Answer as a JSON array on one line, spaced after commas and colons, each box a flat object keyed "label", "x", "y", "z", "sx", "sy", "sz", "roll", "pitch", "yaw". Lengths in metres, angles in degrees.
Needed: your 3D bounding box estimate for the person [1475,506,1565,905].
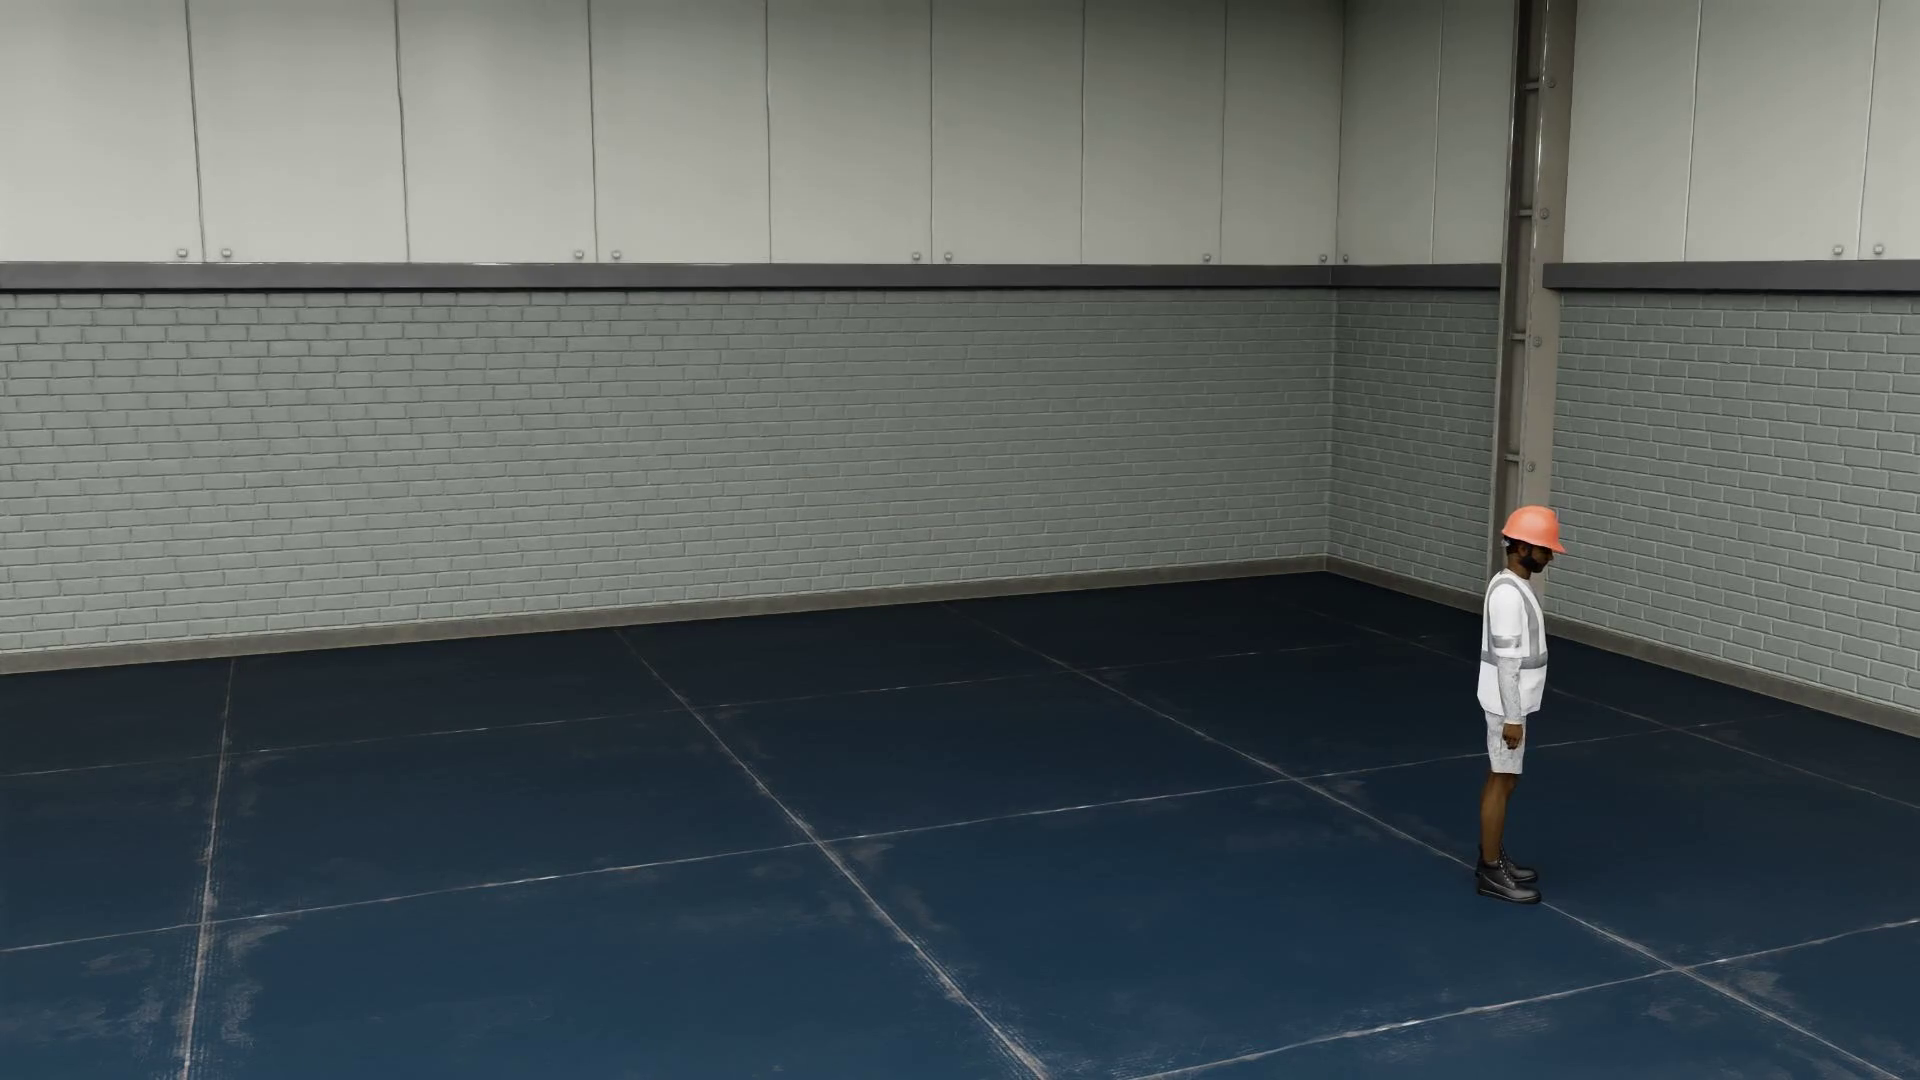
[{"label": "person", "x": 2.717, "y": 0.788, "z": 8.120, "sx": 0.367, "sy": 1.930, "sz": 0.542, "roll": 3, "pitch": 10, "yaw": 18}]
